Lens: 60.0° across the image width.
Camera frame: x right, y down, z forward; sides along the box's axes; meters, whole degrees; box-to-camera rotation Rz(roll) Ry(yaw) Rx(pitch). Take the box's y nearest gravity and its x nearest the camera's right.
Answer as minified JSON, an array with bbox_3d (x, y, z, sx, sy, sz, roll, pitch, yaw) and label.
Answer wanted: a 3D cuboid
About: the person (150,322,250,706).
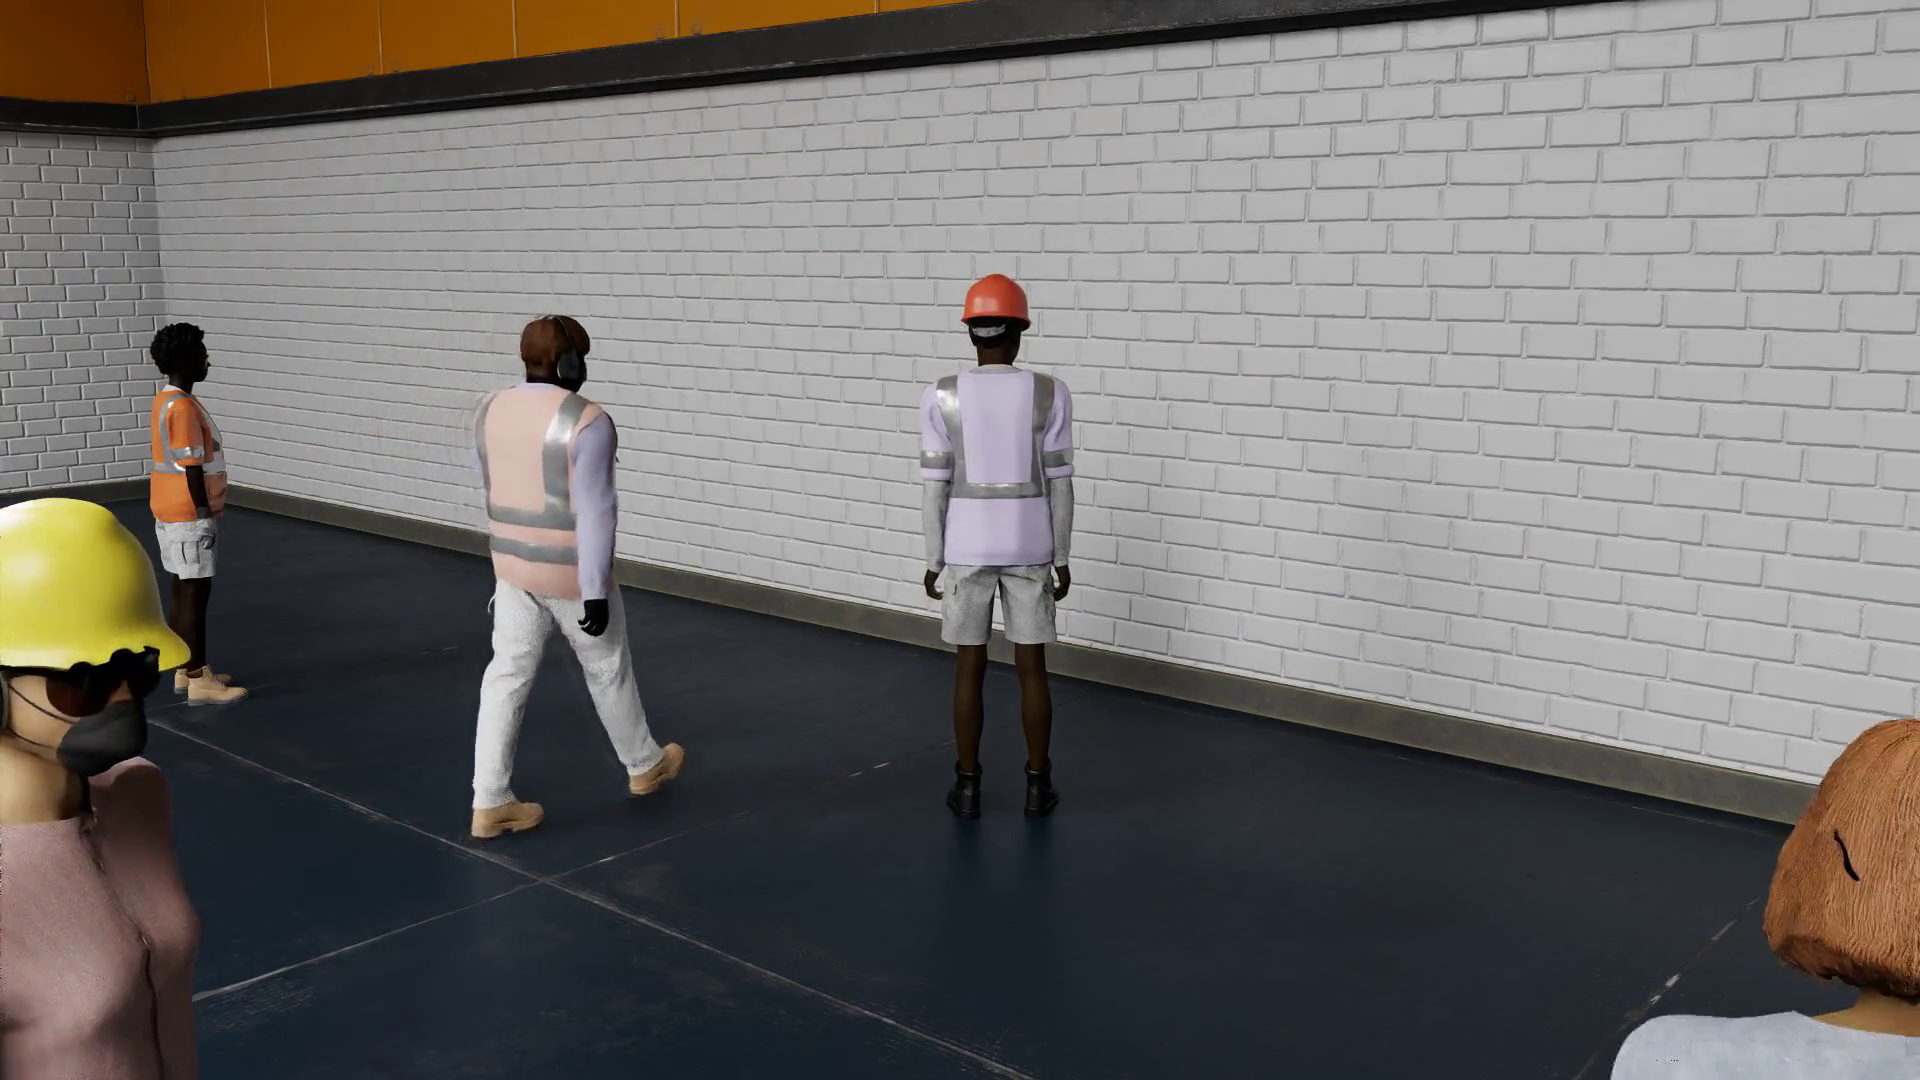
[{"bbox_3d":[-3.423,-0.114,7.410,0.318,1.697,0.535,-7,12,-34],"label":"person"}]

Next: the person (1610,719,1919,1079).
[{"bbox_3d":[0.835,0.953,1.590,0.500,1.610,0.577,2,10,10],"label":"person"}]

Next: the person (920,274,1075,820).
[{"bbox_3d":[0.131,0.035,5.897,0.542,1.930,0.374,0,10,0],"label":"person"}]

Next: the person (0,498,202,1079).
[{"bbox_3d":[-0.968,0.827,1.863,0.329,1.765,0.533,0,10,1],"label":"person"}]

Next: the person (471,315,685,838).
[{"bbox_3d":[-1.407,0.107,5.885,0.649,1.791,0.952,6,12,30],"label":"person"}]
